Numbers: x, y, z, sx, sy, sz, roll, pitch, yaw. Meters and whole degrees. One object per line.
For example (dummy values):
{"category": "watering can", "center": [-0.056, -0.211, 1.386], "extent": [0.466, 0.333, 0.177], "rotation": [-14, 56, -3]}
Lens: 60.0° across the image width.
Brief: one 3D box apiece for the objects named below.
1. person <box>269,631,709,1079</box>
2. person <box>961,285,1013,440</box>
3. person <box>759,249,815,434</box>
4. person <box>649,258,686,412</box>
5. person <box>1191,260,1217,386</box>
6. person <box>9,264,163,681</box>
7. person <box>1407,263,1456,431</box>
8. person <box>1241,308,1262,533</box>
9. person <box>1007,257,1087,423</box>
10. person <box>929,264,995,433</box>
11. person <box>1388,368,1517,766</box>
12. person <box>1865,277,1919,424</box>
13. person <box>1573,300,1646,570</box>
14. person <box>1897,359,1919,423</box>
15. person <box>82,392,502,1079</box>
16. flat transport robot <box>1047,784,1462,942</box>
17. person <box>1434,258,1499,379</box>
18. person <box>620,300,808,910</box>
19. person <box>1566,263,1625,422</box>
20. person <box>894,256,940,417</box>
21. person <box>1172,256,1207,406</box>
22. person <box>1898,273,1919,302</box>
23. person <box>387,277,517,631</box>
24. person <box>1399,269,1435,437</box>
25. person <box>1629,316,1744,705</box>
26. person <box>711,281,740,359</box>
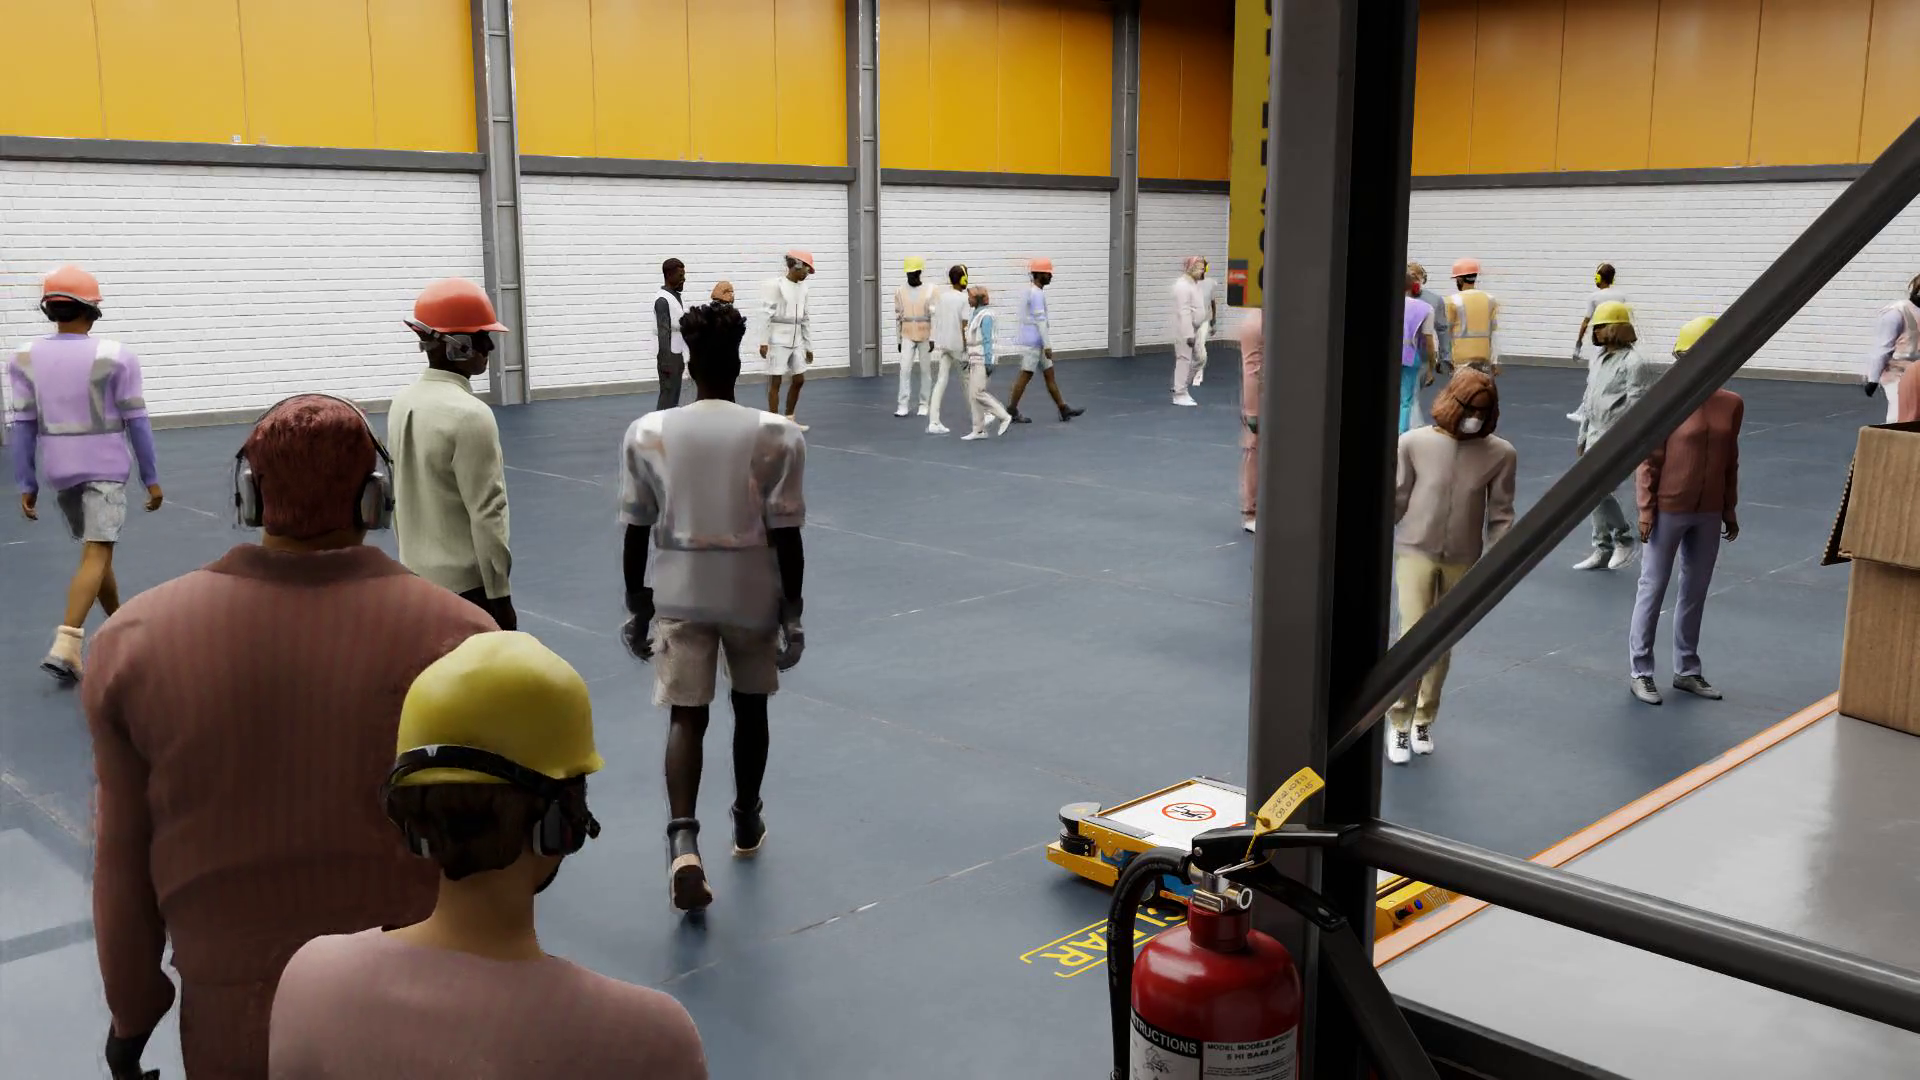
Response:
{"category": "person", "center": [-0.463, 0.951, 1.845], "extent": [0.546, 1.706, 0.930], "rotation": [5, 12, 26]}
{"category": "person", "center": [0.256, -1.841, 17.325], "extent": [0.430, 1.625, 0.509], "rotation": [-3, 11, -14]}
{"category": "person", "center": [-1.847, -2.062, 17.573], "extent": [0.390, 1.990, 0.737], "rotation": [8, 13, 38]}
{"category": "person", "center": [-2.841, -1.793, 16.281], "extent": [0.380, 1.912, 0.592], "rotation": [0, 10, 2]}
{"category": "person", "center": [3.427, -3.140, 23.861], "extent": [0.505, 1.838, 0.844], "rotation": [3, 11, 15]}
{"category": "person", "center": [-4.287, -0.340, 8.123], "extent": [0.618, 2.003, 1.044], "rotation": [0, 10, 2]}
{"category": "person", "center": [4.365, -1.723, 16.034], "extent": [0.641, 1.870, 1.069], "rotation": [-3, 11, -16]}
{"category": "person", "center": [2.233, -0.949, 11.746], "extent": [0.690, 1.877, 0.509], "rotation": [-10, 14, -44]}
{"category": "person", "center": [0.958, -2.259, 18.889], "extent": [0.961, 1.881, 0.561], "rotation": [0, 10, 2]}
{"category": "person", "center": [-0.014, -2.074, 18.102], "extent": [0.551, 1.802, 1.018], "rotation": [9, 14, 41]}
{"category": "person", "center": [1.937, 0.110, 6.702], "extent": [0.569, 1.602, 0.559], "rotation": [0, 10, 2]}
{"category": "person", "center": [8.106, -1.334, 14.082], "extent": [0.691, 1.797, 0.793], "rotation": [-6, 12, -28]}
{"category": "person", "center": [4.063, -0.640, 10.491], "extent": [0.371, 1.724, 0.504], "rotation": [-3, 11, -15]}
{"category": "person", "center": [4.125, -0.119, 6.916], "extent": [0.612, 1.995, 0.382], "rotation": [-5, 11, -25]}
{"category": "person", "center": [-1.018, 0.718, 2.642], "extent": [0.669, 1.886, 0.541], "rotation": [-3, 11, -13]}
{"category": "flat transport robot", "center": [1.022, 1.042, 5.290], "extent": [0.652, 0.197, 1.431], "rotation": [-10, 14, -44]}
{"category": "person", "center": [4.891, -1.773, 16.169], "extent": [0.555, 1.904, 0.720], "rotation": [-3, 11, -18]}
{"category": "person", "center": [-0.799, 0.196, 5.380], "extent": [0.612, 1.934, 0.921], "rotation": [0, 10, 0]}
{"category": "person", "center": [7.197, -2.189, 18.696], "extent": [0.544, 1.823, 0.972], "rotation": [-4, 11, -20]}
{"category": "person", "center": [-0.533, -2.370, 19.499], "extent": [0.590, 1.888, 0.866], "rotation": [3, 11, 14]}
{"category": "person", "center": [2.869, -2.607, 20.803], "extent": [0.426, 1.886, 0.675], "rotation": [4, 11, 22]}
{"category": "person", "center": [11.361, -2.322, 19.746], "extent": [0.316, 1.695, 0.541], "rotation": [-10, 14, -44]}
{"category": "person", "center": [-1.660, 0.131, 5.555], "extent": [0.392, 1.992, 0.623], "rotation": [-10, 14, -44]}
{"category": "person", "center": [4.091, -1.603, 15.497], "extent": [0.645, 1.813, 0.671], "rotation": [5, 12, 27]}
{"category": "person", "center": [3.328, -0.132, 7.608], "extent": [0.525, 1.772, 0.306], "rotation": [-3, 11, -14]}
{"category": "person", "center": [-2.608, -2.044, 18.399], "extent": [0.264, 1.632, 0.508], "rotation": [-10, 14, -44]}
